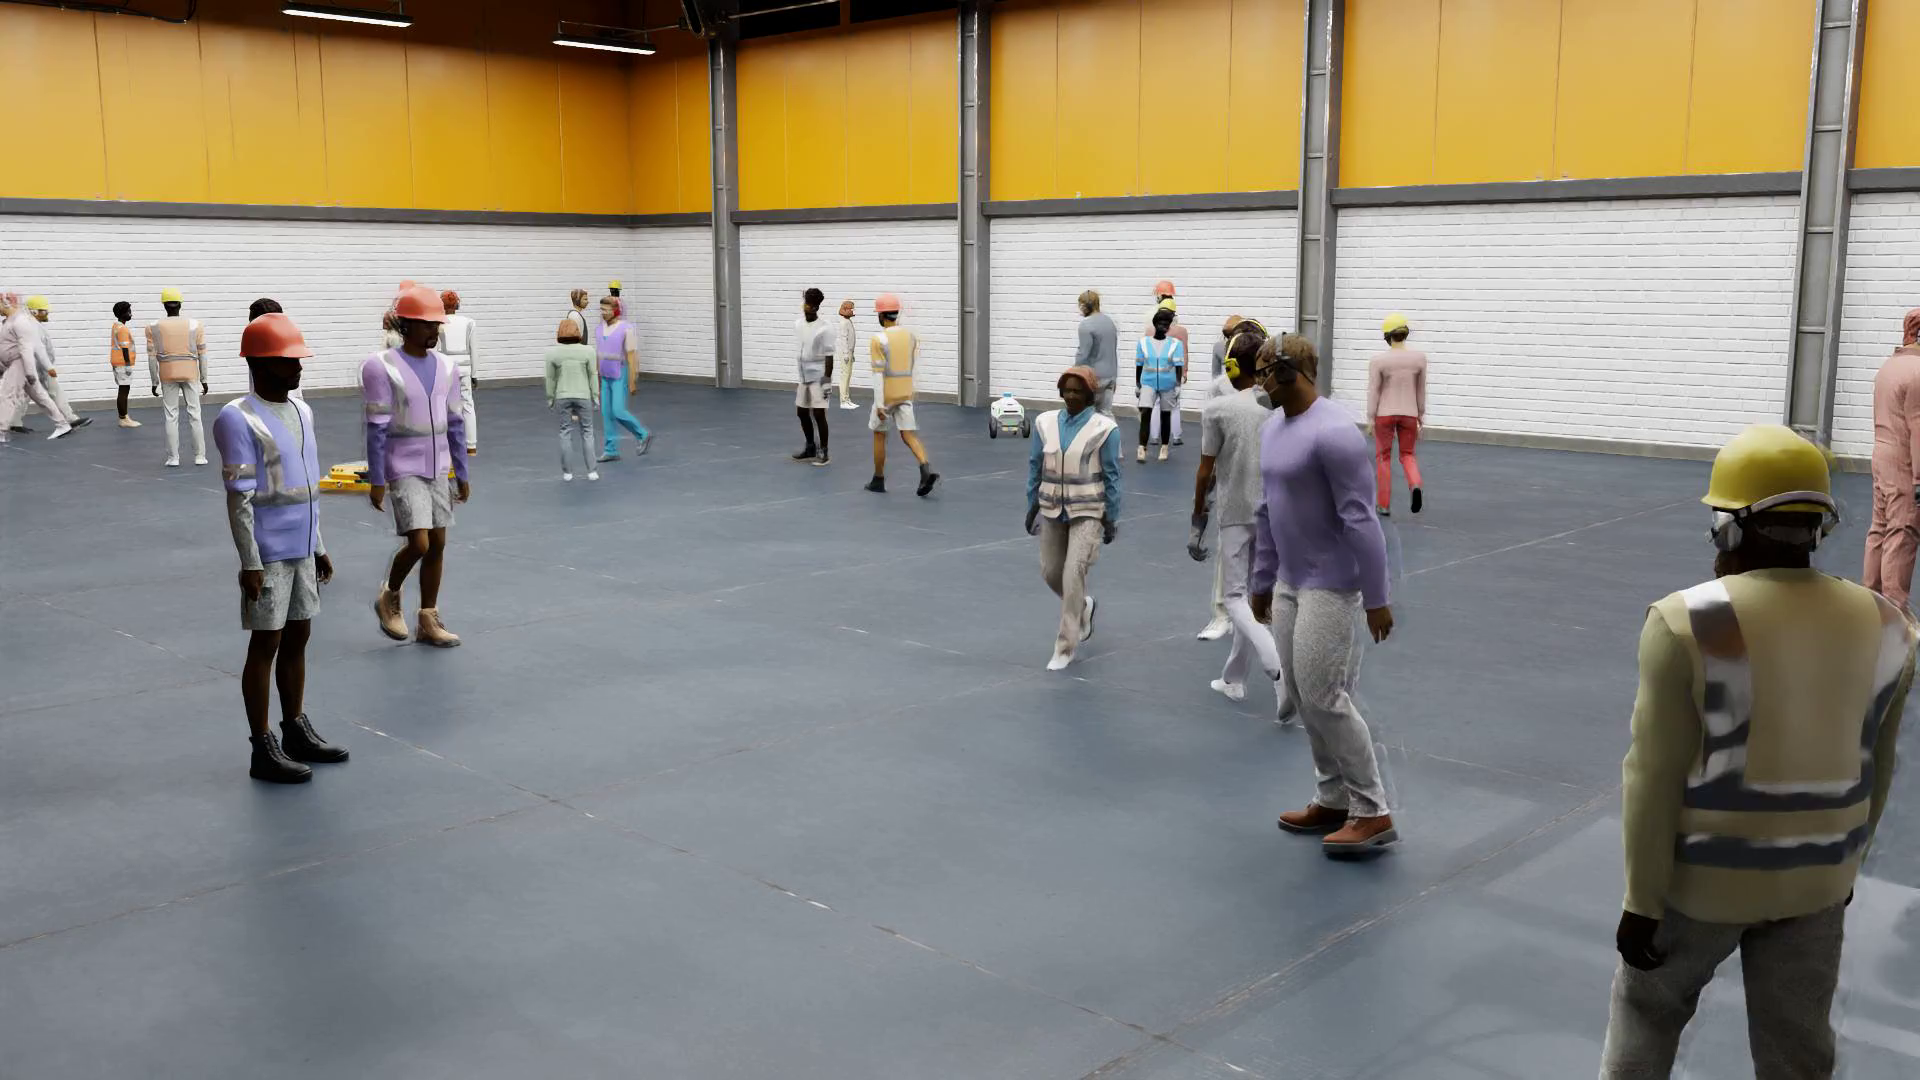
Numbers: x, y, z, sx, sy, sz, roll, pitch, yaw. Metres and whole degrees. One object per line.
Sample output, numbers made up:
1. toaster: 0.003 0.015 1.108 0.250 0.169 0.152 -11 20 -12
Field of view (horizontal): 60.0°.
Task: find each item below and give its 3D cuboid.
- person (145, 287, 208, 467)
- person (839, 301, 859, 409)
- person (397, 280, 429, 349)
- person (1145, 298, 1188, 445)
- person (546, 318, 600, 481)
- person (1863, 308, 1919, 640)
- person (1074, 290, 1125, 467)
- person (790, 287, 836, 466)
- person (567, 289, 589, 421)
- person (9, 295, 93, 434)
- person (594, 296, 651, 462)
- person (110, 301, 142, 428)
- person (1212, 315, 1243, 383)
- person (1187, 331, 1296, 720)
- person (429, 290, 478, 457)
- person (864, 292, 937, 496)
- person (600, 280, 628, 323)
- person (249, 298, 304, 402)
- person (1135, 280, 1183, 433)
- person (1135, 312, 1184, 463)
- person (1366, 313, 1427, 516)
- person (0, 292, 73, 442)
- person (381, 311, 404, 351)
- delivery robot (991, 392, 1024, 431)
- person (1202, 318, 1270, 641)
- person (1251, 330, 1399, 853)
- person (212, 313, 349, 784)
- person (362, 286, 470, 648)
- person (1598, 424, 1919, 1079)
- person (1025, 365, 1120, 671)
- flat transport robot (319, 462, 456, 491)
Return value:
1. person: -8.385 -1.743 17.848 0.587 1.928 0.364 -5 11 -28
2. person: -1.700 -2.817 25.320 0.283 1.636 0.500 1 9 7
3. person: -8.315 -2.918 24.979 0.622 1.946 1.001 8 12 39
4. person: 2.481 -2.018 20.031 0.531 1.765 0.327 2 9 10
5. person: -3.868 -1.395 16.642 0.514 1.629 0.311 -1 9 -6
6. person: 5.500 -0.391 9.617 0.401 1.910 0.641 2 9 12
7. person: 1.472 -1.691 17.666 0.501 1.903 0.659 7 11 35
8. person: -1.575 -1.753 17.915 0.672 1.923 0.477 8 13 42
9. person: -5.328 -2.578 23.223 0.328 1.842 0.516 -3 10 -16
10. person: -11.793 -2.244 21.374 0.972 1.769 0.587 -3 10 -17
11. person: -3.766 -1.769 18.313 0.589 1.827 0.556 8 12 40
12. person: -11.177 -2.341 22.241 0.320 1.694 0.538 -6 11 -34
13. person: 2.920 -1.587 17.784 0.498 1.633 0.282 8 12 41
14. person: 1.401 -0.069 7.915 0.531 1.836 0.840 -3 10 -20
15. person: -5.689 -1.855 18.670 0.575 1.882 0.359 -7 12 -37
16. person: -0.580 -1.350 15.538 0.543 1.912 0.895 -7 12 -37
17. person: -6.347 -3.823 30.631 0.588 1.918 0.397 5 11 29
18. person: -4.729 -0.709 11.535 0.391 1.920 0.593 0 9 -2
19. person: 2.599 -2.384 21.614 0.717 1.978 0.628 7 12 38
20. person: 2.165 -1.660 18.156 0.546 1.649 0.807 2 9 11
21. person: 3.733 -1.052 14.148 0.539 1.747 0.533 -1 9 -6
22. person: -11.557 -2.127 20.497 1.061 1.848 0.634 -6 11 -33
23. person: -6.558 -1.841 19.335 0.307 1.638 0.513 -6 11 -32
24. delivery robot: 0.598 -1.623 21.018 0.477 0.478 0.707 -1 9 -6
25. person: 1.739 -0.338 9.502 0.768 1.844 0.536 3 10 20
26. person: 1.304 0.180 6.149 0.478 1.896 0.656 -2 9 -12
27. person: -2.818 0.029 6.946 0.360 1.939 0.543 2 9 11
28. person: -3.010 -0.390 9.250 0.481 2.023 0.635 6 11 32
29. person: 1.609 0.653 3.535 0.629 1.799 0.817 -1 9 -6
30. person: 0.630 -0.140 8.986 0.530 1.616 0.652 6 11 31
31. flat transport robot: -5.586 -0.670 16.329 0.652 0.197 1.431 4 10 22
